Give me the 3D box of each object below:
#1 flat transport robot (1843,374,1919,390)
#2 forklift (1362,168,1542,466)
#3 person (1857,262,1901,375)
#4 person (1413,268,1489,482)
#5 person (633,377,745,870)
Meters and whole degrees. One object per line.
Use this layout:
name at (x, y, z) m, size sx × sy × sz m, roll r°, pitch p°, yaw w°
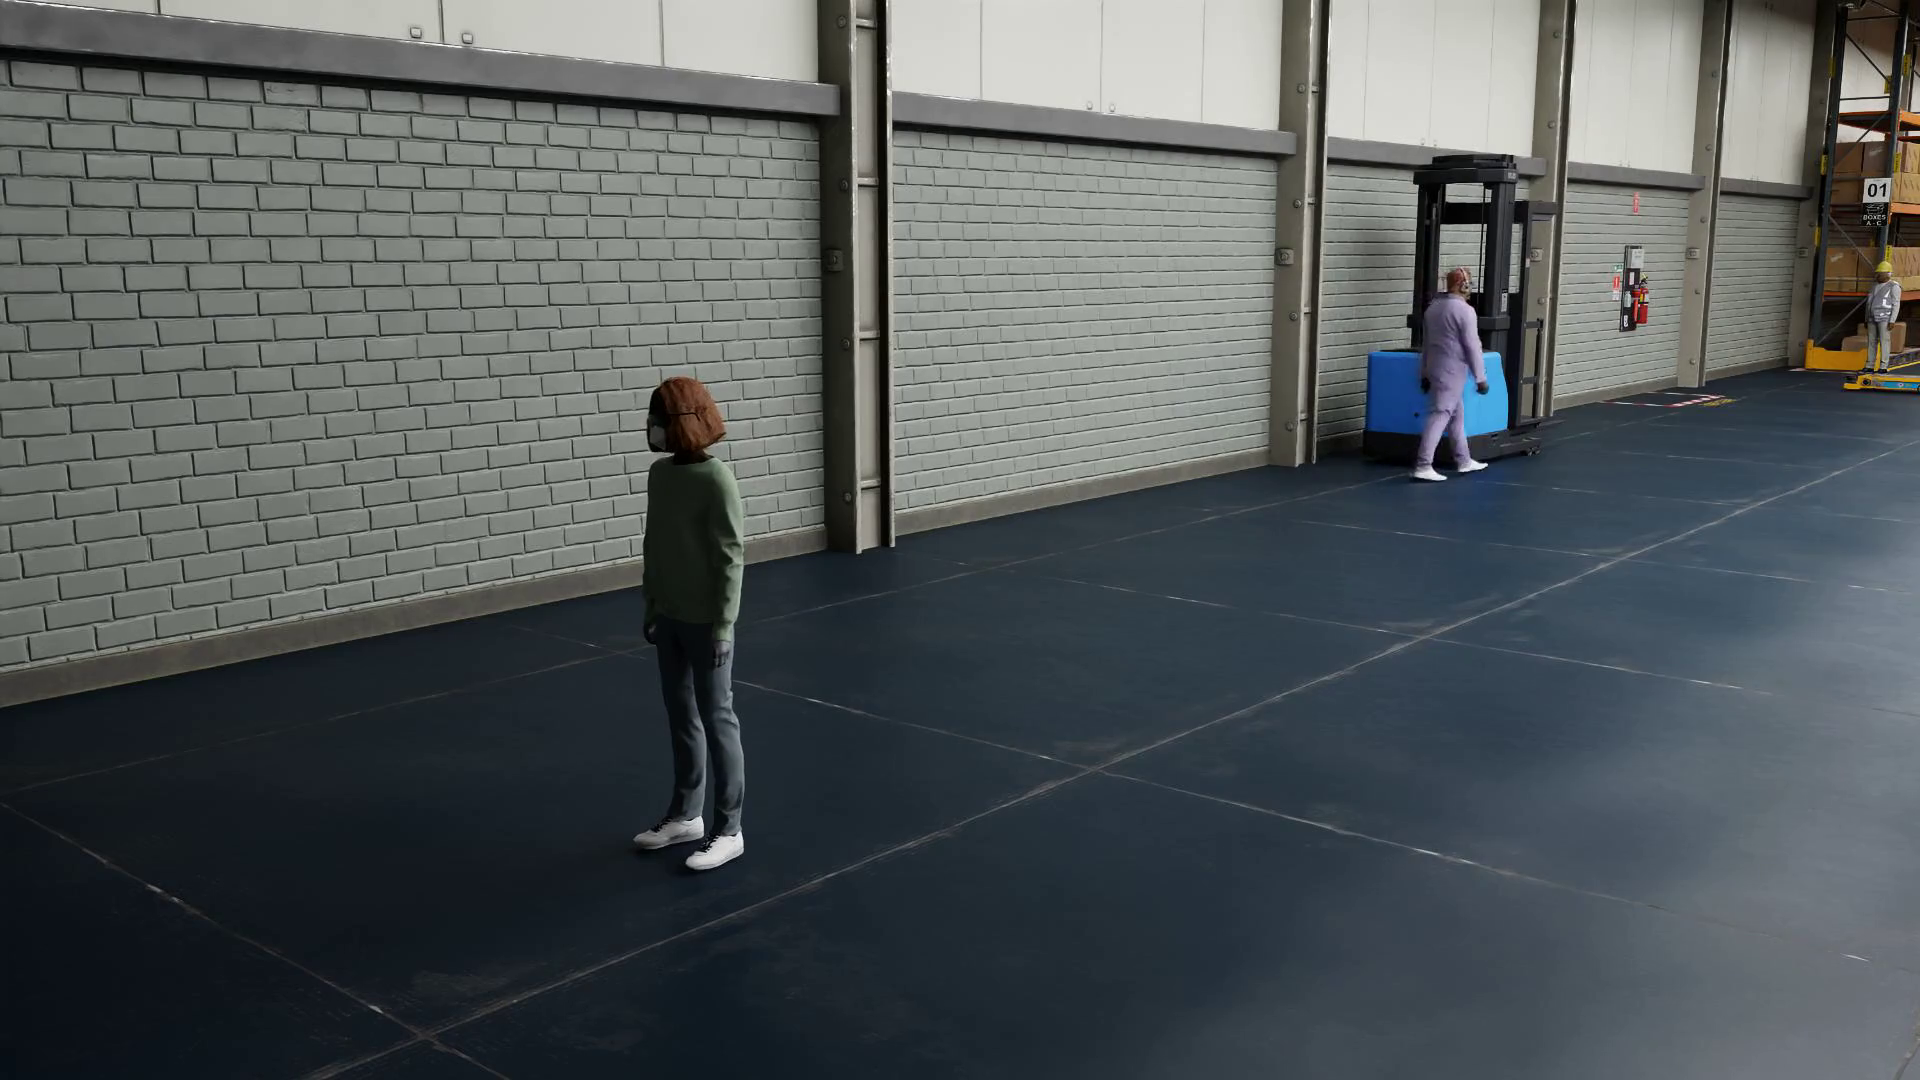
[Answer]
flat transport robot at (13.633, -2.266, 24.016) m, size 1.431 × 0.197 × 0.652 m, roll 8°, pitch 13°, yaw 40°
forklift at (4.875, -2.212, 16.287) m, size 1.129 × 2.768 × 1.873 m, roll 8°, pitch 13°, yaw 40°
person at (14.927, -3.593, 27.006) m, size 0.404 × 1.830 × 0.603 m, roll -3°, pitch 10°, yaw -16°
person at (4.424, -1.457, 14.730) m, size 0.928 × 1.870 × 0.649 m, roll -2°, pitch 10°, yaw -12°
person at (-0.907, 0.272, 5.568) m, size 0.280 × 1.633 × 0.502 m, roll -9°, pitch 13°, yaw -42°
